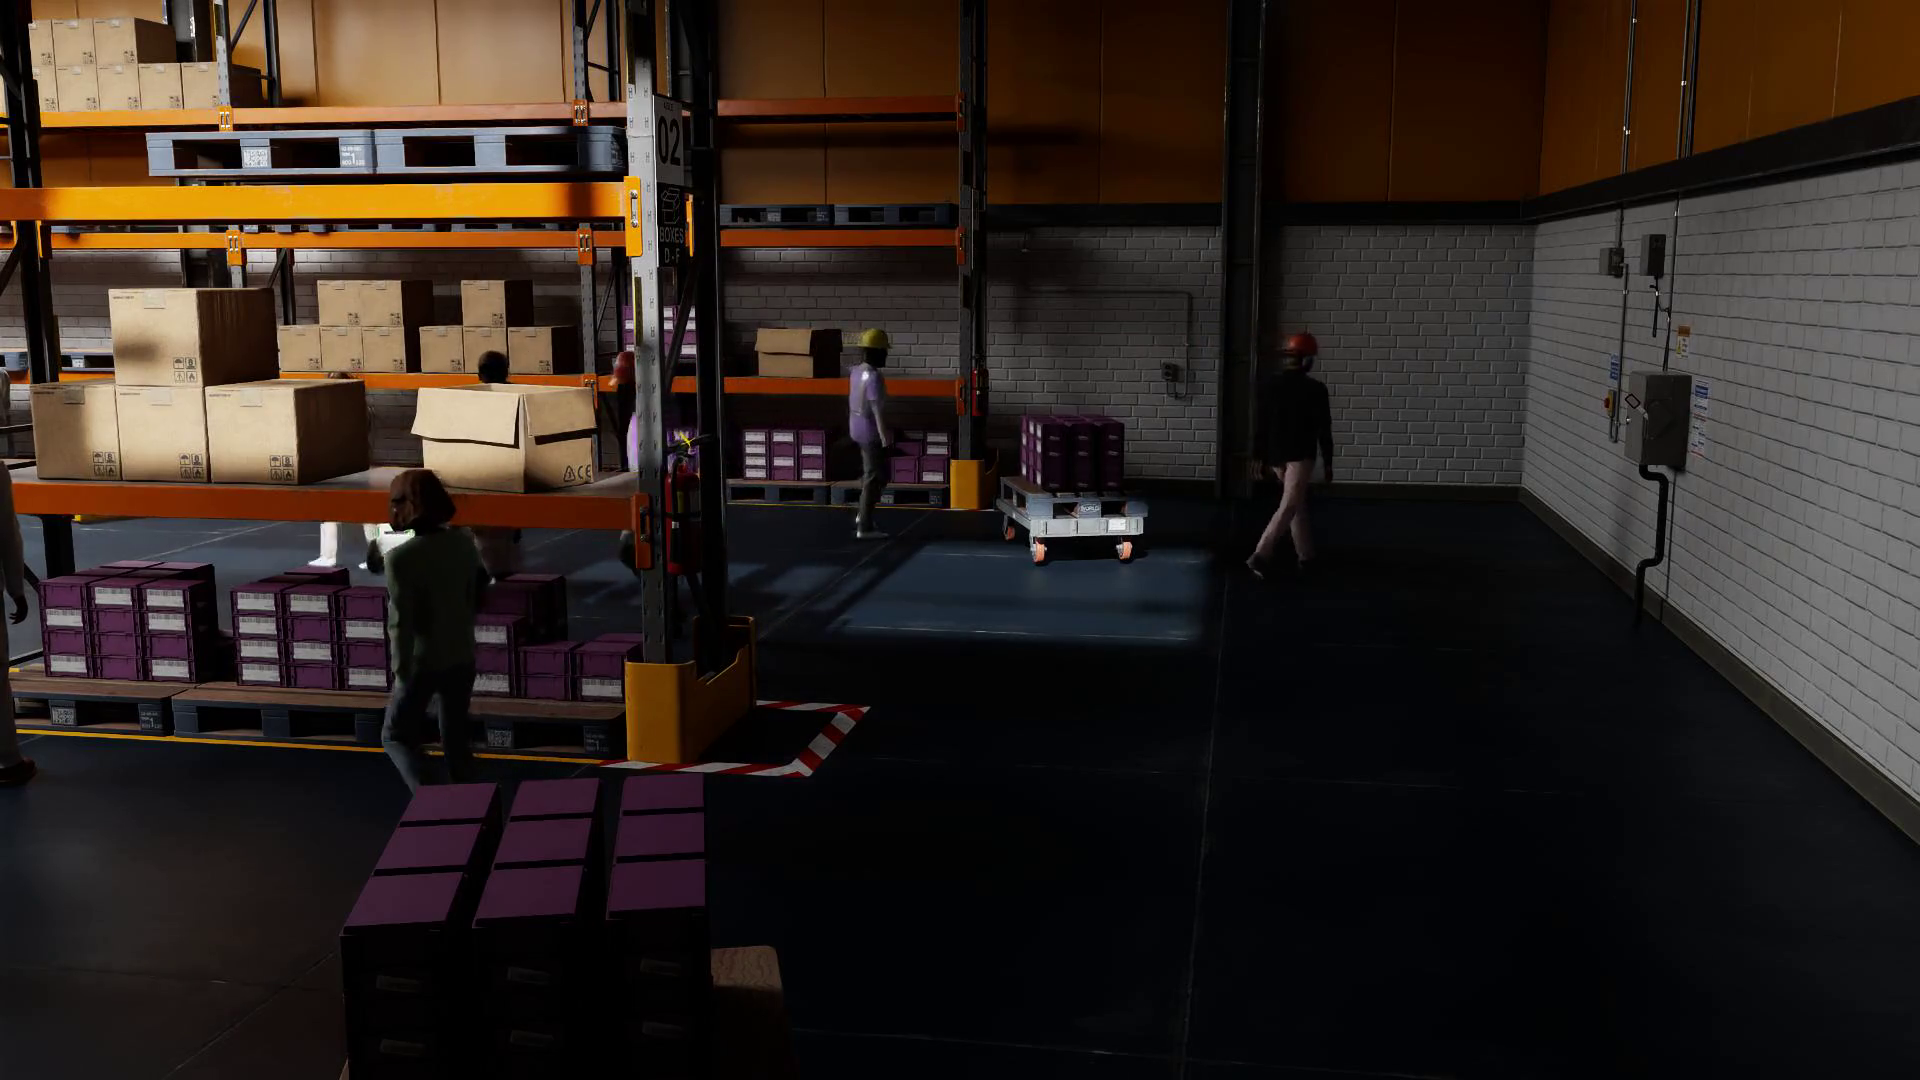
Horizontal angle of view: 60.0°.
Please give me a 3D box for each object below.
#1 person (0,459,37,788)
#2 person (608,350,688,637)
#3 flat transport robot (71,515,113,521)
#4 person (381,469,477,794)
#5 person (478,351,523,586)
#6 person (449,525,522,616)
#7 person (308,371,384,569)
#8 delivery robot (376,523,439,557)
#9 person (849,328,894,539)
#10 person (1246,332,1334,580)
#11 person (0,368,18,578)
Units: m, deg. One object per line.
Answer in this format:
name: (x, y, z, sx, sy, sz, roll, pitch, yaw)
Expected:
person: (-4.642, 0.236, 7.713, 0.576, 1.882, 0.355, -2, 9, -15)
person: (-2.019, -0.279, 10.821, 0.428, 1.907, 0.581, 1, 9, 7)
flat transport robot: (-8.785, -0.380, 16.515, 1.431, 0.197, 0.652, 6, 11, 35)
person: (-2.162, 0.516, 6.806, 0.356, 1.620, 0.506, 5, 10, 29)
person: (-3.498, -0.487, 12.387, 0.639, 1.824, 0.651, 1, 9, 8)
person: (-2.988, -0.080, 10.353, 0.854, 1.647, 0.545, 2, 9, 9)
person: (-4.990, -0.550, 13.420, 0.708, 1.607, 0.576, 3, 10, 16)
delivery robot: (-4.482, -0.084, 13.510, 0.477, 0.478, 0.707, 0, 9, -3)
person: (-0.769, -0.947, 14.964, 0.445, 1.907, 0.608, -3, 10, -20)
person: (2.606, -0.664, 13.117, 1.033, 1.950, 0.623, -8, 12, -40)
person: (-7.553, -0.676, 12.871, 0.369, 2.041, 0.615, 3, 10, 19)
